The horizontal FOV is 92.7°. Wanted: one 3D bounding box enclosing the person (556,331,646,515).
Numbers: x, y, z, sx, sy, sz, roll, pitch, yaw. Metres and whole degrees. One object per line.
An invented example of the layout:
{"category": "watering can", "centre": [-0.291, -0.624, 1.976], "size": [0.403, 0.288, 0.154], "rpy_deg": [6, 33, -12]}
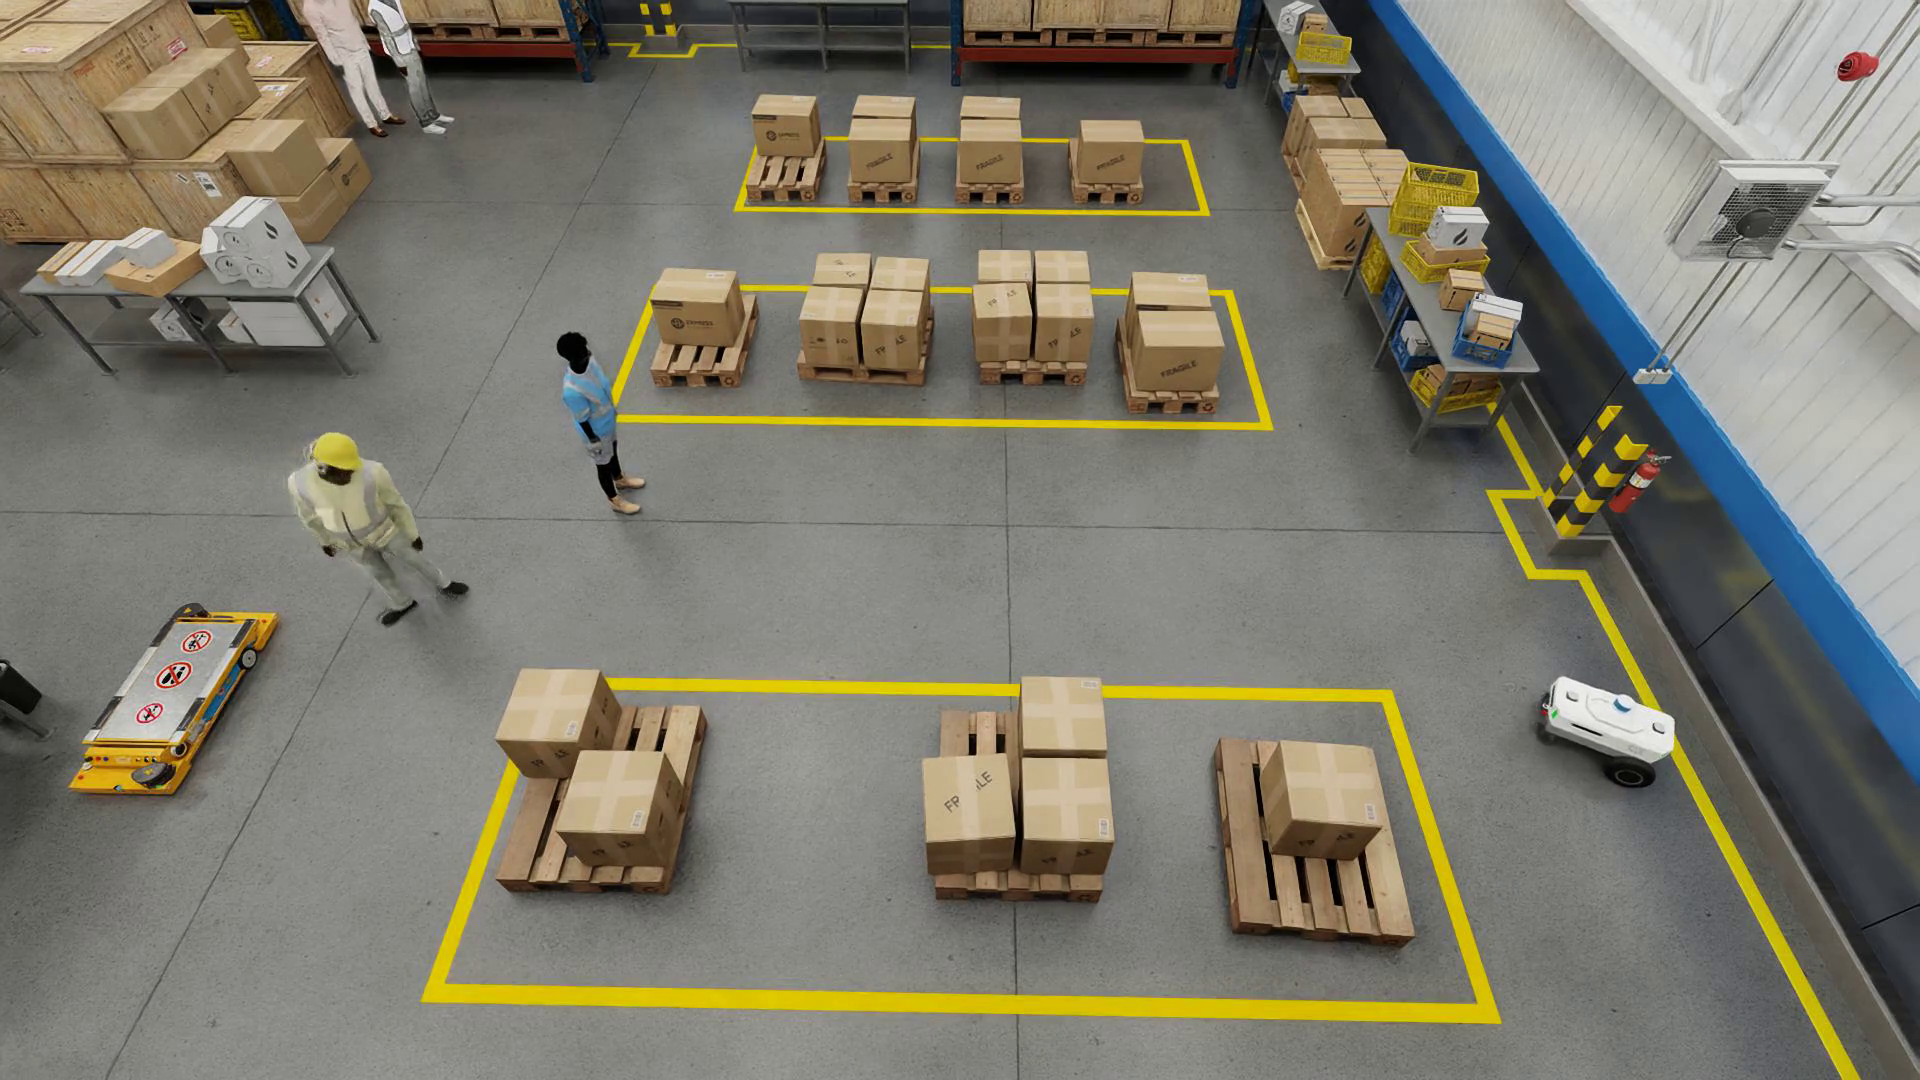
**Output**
{"category": "person", "centre": [-2.834, -0.919, 7.196], "size": [0.322, 1.699, 0.536], "rpy_deg": [-1, 50, -1]}

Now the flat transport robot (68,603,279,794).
{"category": "flat transport robot", "centre": [-5.504, 1.072, 6.442], "size": [0.652, 0.197, 1.431], "rpy_deg": [1, 50, 1]}

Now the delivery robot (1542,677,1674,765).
{"category": "delivery robot", "centre": [4.298, 1.195, 6.094], "size": [0.707, 0.478, 0.477], "rpy_deg": [22, 53, 17]}

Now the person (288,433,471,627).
{"category": "person", "centre": [-4.129, -0.037, 6.405], "size": [0.658, 1.782, 0.406], "rpy_deg": [-15, 51, -12]}

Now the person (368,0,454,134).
{"category": "person", "centre": [-6.937, -6.086, 11.435], "size": [0.390, 1.911, 0.592], "rpy_deg": [-1, 50, -1]}

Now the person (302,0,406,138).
{"category": "person", "centre": [-7.577, -6.069, 11.423], "size": [0.406, 1.905, 0.636], "rpy_deg": [12, 51, 10]}
